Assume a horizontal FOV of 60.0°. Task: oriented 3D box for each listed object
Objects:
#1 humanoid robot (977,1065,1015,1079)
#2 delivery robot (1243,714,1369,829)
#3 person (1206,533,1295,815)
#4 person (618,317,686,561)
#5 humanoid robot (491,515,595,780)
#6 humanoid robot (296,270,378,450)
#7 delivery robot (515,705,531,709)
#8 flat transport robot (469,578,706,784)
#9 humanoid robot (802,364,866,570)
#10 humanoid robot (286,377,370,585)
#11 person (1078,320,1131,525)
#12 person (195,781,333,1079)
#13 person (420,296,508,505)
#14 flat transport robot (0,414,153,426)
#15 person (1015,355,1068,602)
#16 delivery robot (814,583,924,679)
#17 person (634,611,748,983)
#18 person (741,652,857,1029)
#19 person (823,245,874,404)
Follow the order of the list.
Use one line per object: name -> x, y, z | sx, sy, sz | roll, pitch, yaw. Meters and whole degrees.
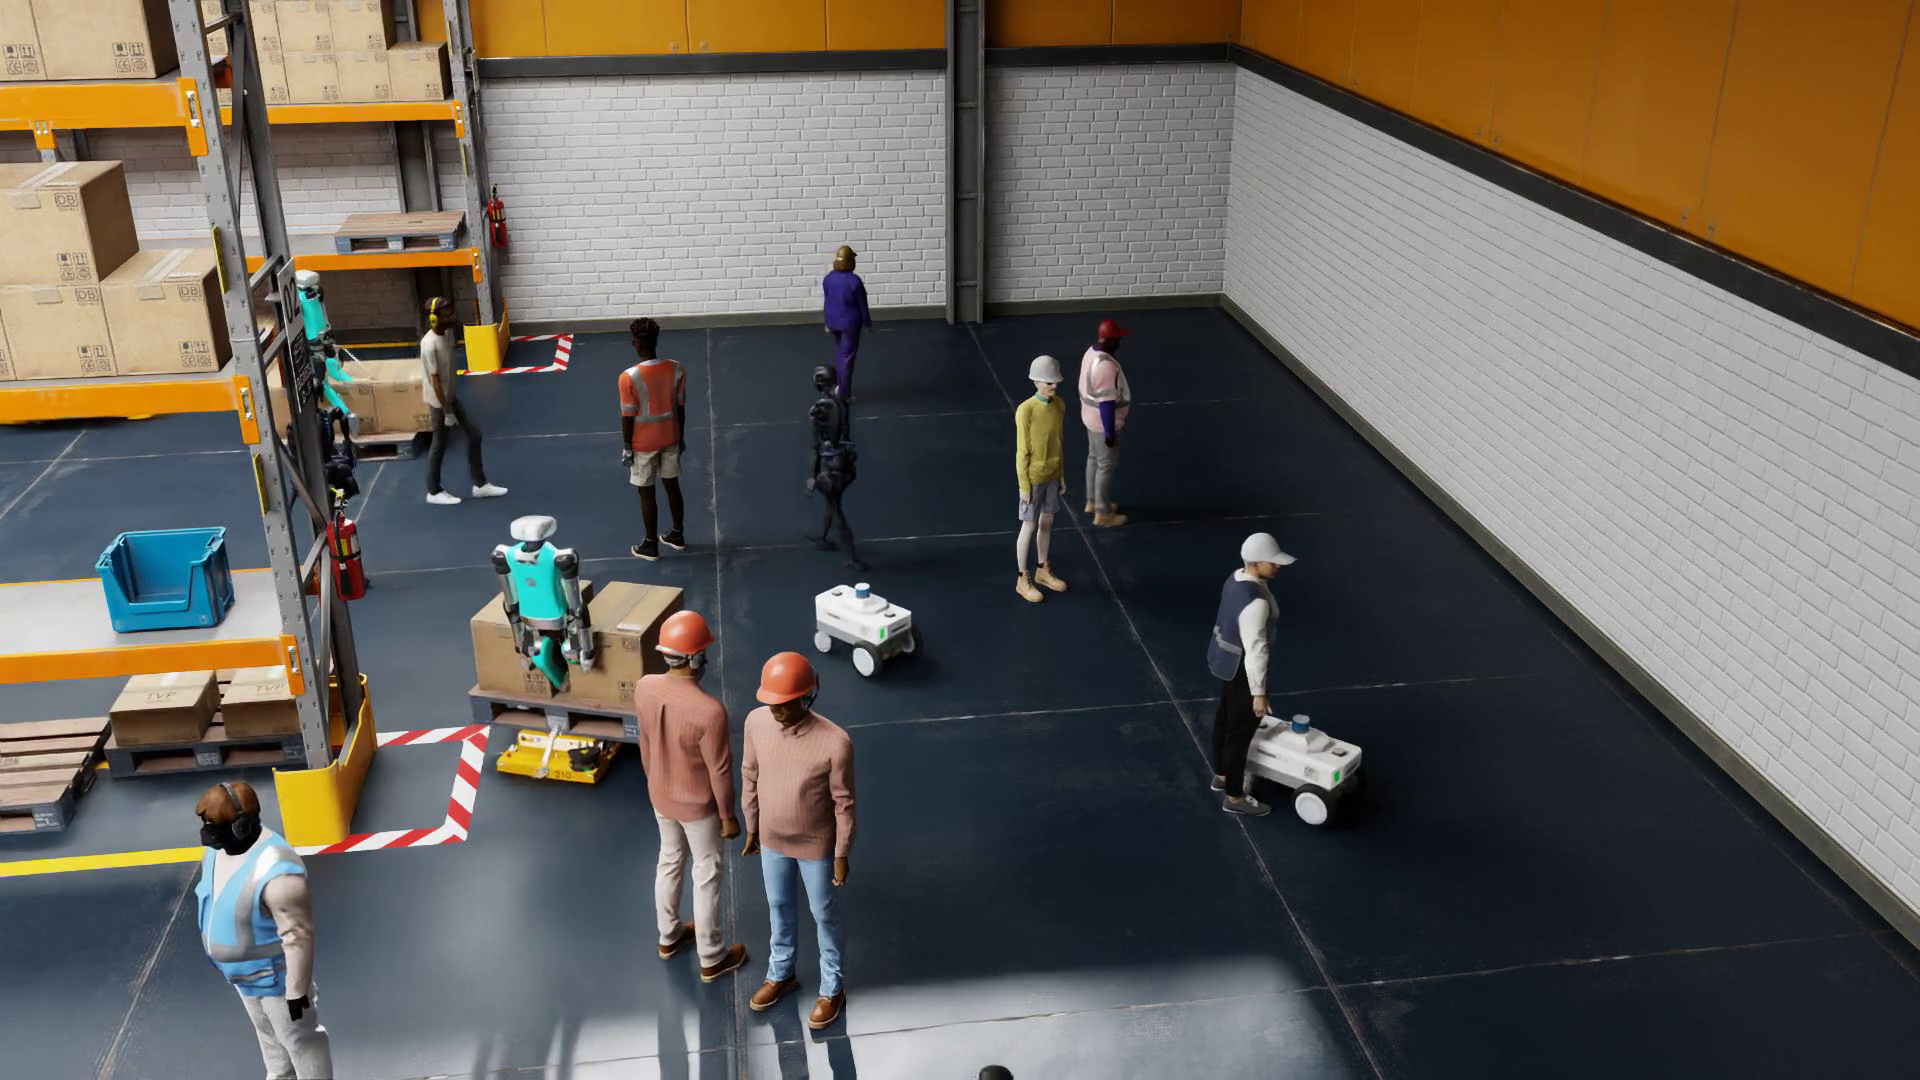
humanoid robot -> 0.158, 2.569, 5.799 | 0.589, 1.637, 0.564 | -5, 24, -11
delivery robot -> 2.037, 1.339, 9.982 | 0.749, 0.587, 0.524 | 18, 29, 35
person -> 1.679, 0.768, 9.794 | 0.444, 1.756, 0.753 | -1, 24, -3
person -> -2.415, -0.797, 13.120 | 0.371, 1.959, 0.597 | 21, 31, 39
humanoid robot -> -2.430, 0.583, 10.235 | 0.544, 1.758, 0.897 | 5, 24, 11
humanoid robot -> -5.628, -1.509, 15.142 | 0.726, 1.906, 0.545 | 4, 24, 8
delivery robot -> -2.843, 0.822, 11.175 | 0.499, 0.601, 0.783 | -19, 30, -37
flat transport robot -> -2.392, 1.117, 10.852 | 0.659, 0.231, 1.431 | 5, 24, 12
humanoid robot -> -1.031, -0.569, 12.990 | 0.702, 1.636, 0.607 | 10, 26, 22
humanoid robot -> -4.868, -0.448, 12.737 | 0.791, 1.635, 0.586 | 15, 28, 31
person -> 1.200, -0.981, 13.794 | 0.420, 1.750, 0.620 | -3, 24, -6
person -> -3.019, 1.851, 7.224 | 0.622, 1.844, 0.431 | 19, 30, 36
person -> -4.265, -1.164, 14.093 | 0.794, 1.839, 0.555 | 1, 24, 2
flat transport robot -> -8.701, -1.358, 16.491 | 1.431, 0.231, 0.659 | -3, 24, -8
person -> 0.600, -0.475, 12.466 | 0.472, 1.892, 0.385 | -21, 31, -39
delivery robot -> -0.661, 0.608, 11.680 | 0.811, 0.613, 0.499 | 20, 30, 37
person -> -1.344, 1.277, 8.362 | 0.618, 1.987, 0.409 | 18, 29, 35
person -> -0.783, 1.429, 7.997 | 0.610, 1.994, 0.379 | 11, 26, 23
person -> -1.104, -2.148, 16.626 | 0.476, 1.610, 0.531 | 17, 29, 33
